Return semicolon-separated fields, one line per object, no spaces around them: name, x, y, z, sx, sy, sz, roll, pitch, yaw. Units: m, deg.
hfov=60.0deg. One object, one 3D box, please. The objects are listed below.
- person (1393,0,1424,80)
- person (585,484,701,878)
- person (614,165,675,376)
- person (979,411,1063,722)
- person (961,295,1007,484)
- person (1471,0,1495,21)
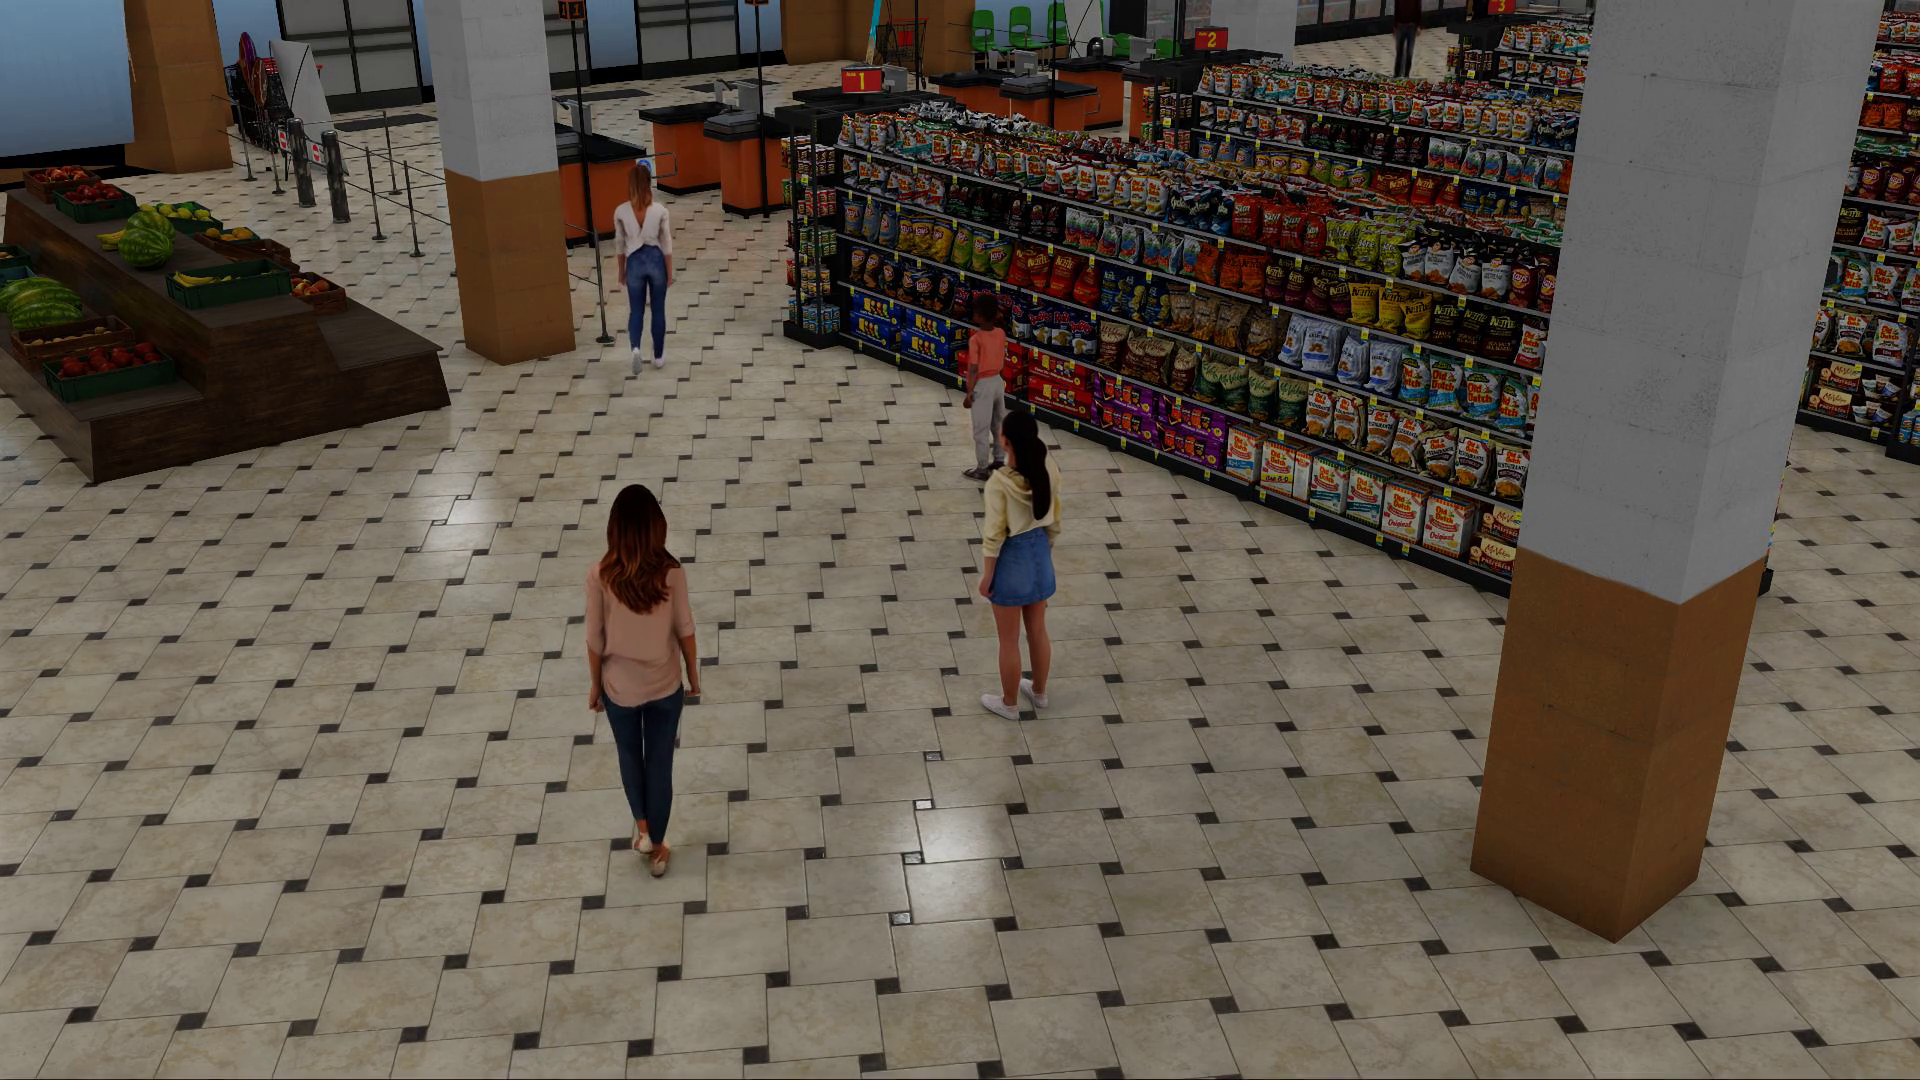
person;7.644;-8.693;28.363;1.171;1.740;1.059;10;26;22
person;-1.332;0.652;6.958;0.731;1.780;0.762;-3;24;-6
person;-2.549;-2.146;13.454;0.955;1.699;1.081;-1;24;-3
person;0.303;0.127;8.344;0.643;1.631;0.558;-17;29;-33
person;0.190;-1.045;11.422;0.480;1.311;0.461;-19;30;-36
person;9.137;-8.975;29.079;0.604;1.684;0.754;14;27;29
